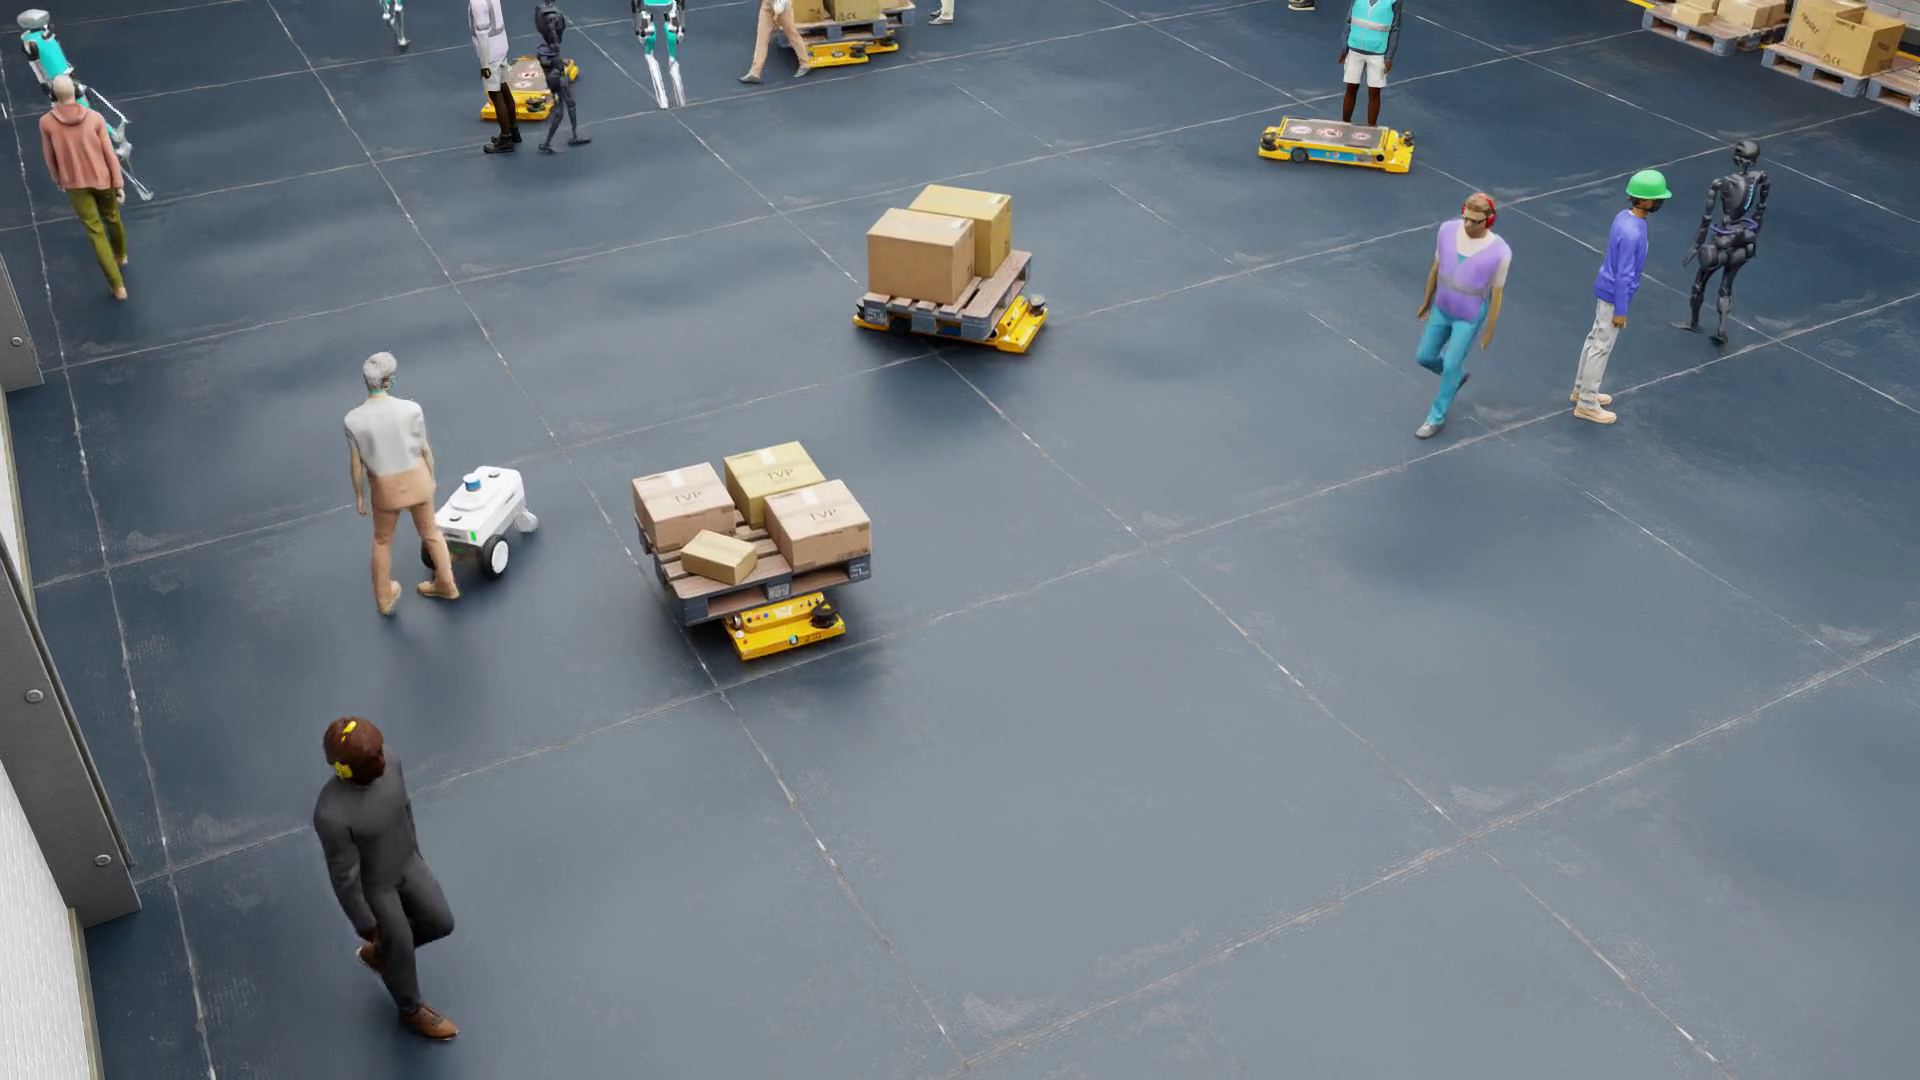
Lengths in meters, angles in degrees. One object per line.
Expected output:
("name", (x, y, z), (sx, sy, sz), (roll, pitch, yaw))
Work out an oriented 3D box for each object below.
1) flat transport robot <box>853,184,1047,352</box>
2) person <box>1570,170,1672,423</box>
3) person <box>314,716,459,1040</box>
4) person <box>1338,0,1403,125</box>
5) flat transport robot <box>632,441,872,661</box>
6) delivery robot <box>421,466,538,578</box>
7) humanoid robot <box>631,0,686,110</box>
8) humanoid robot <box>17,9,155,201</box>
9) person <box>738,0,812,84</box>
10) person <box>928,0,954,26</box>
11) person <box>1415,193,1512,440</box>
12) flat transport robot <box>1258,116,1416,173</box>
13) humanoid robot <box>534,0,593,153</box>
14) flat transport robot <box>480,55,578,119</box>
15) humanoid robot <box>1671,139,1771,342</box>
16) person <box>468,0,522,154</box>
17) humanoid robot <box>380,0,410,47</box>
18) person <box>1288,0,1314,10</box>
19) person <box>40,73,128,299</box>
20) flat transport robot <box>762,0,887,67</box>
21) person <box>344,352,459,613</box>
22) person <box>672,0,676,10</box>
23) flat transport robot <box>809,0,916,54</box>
("flat transport robot", (-0.076, -1.827, 13.325), (1.431, 0.231, 0.659), (11, 37, 15))
("person", (4.671, -1.732, 11.794), (0.345, 1.874, 0.459), (8, 36, 12))
("person", (-2.523, 1.469, 7.235), (0.481, 1.855, 0.522), (12, 37, 16))
("person", (3.940, -4.733, 16.018), (0.551, 1.940, 0.418), (18, 39, 24))
("flat transport robot", (-1.286, 0.207, 10.420), (0.659, 0.231, 1.431), (-15, 38, -20))
("delivery robot", (-3.084, -0.140, 10.659), (0.518, 0.586, 0.757), (8, 36, 11))
("humanoid robot", (-3.068, -5.240, 16.958), (0.542, 1.849, 0.671), (-9, 36, -12))
("humanoid robot", (-7.778, -3.842, 15.000), (0.850, 1.867, 0.553), (-2, 35, -3))
("person", (-1.960, -5.654, 17.612), (0.889, 1.632, 0.484), (-29, 44, -34))
("person", (-0.186, -6.884, 19.169), (0.397, 1.847, 0.563), (4, 35, 6))
("person", (3.505, -1.589, 11.623), (0.551, 1.825, 0.593), (-26, 43, -32))
("flat transport robot", (3.682, -3.860, 16.227), (1.431, 0.231, 0.659), (10, 36, 14))
("humanoid robot", (-3.920, -4.577, 16.039), (0.551, 1.657, 0.601), (-11, 37, -15))
("flat transport robot", (-4.532, -4.772, 17.529), (0.659, 0.231, 1.431), (2, 35, 3))
("humanoid robot", (5.906, -2.277, 12.758), (0.615, 1.643, 0.492), (-9, 36, -13))
("person", (-4.532, -4.678, 15.952), (0.381, 1.929, 0.541), (0, 35, 0))
("humanoid robot", (-6.331, -6.252, 18.392), (0.543, 1.798, 0.810), (1, 35, 1))
("person", (4.164, -7.281, 19.644), (0.367, 1.960, 0.603), (6, 35, 8))
("person", (-7.124, -2.930, 13.594), (0.505, 1.777, 1.015), (-19, 39, -25))
("flat transport robot", (-1.531, -5.678, 18.822), (0.659, 0.231, 1.431), (-10, 36, -14))
("person", (-3.359, -0.312, 9.906), (0.494, 1.709, 0.365), (-12, 37, -16))
("person", (-3.479, -7.099, 19.466), (0.598, 1.857, 0.790), (-9, 36, -13))
("flat transport robot", (-1.237, -5.891, 19.126), (0.659, 0.231, 1.431), (-11, 37, -16))
